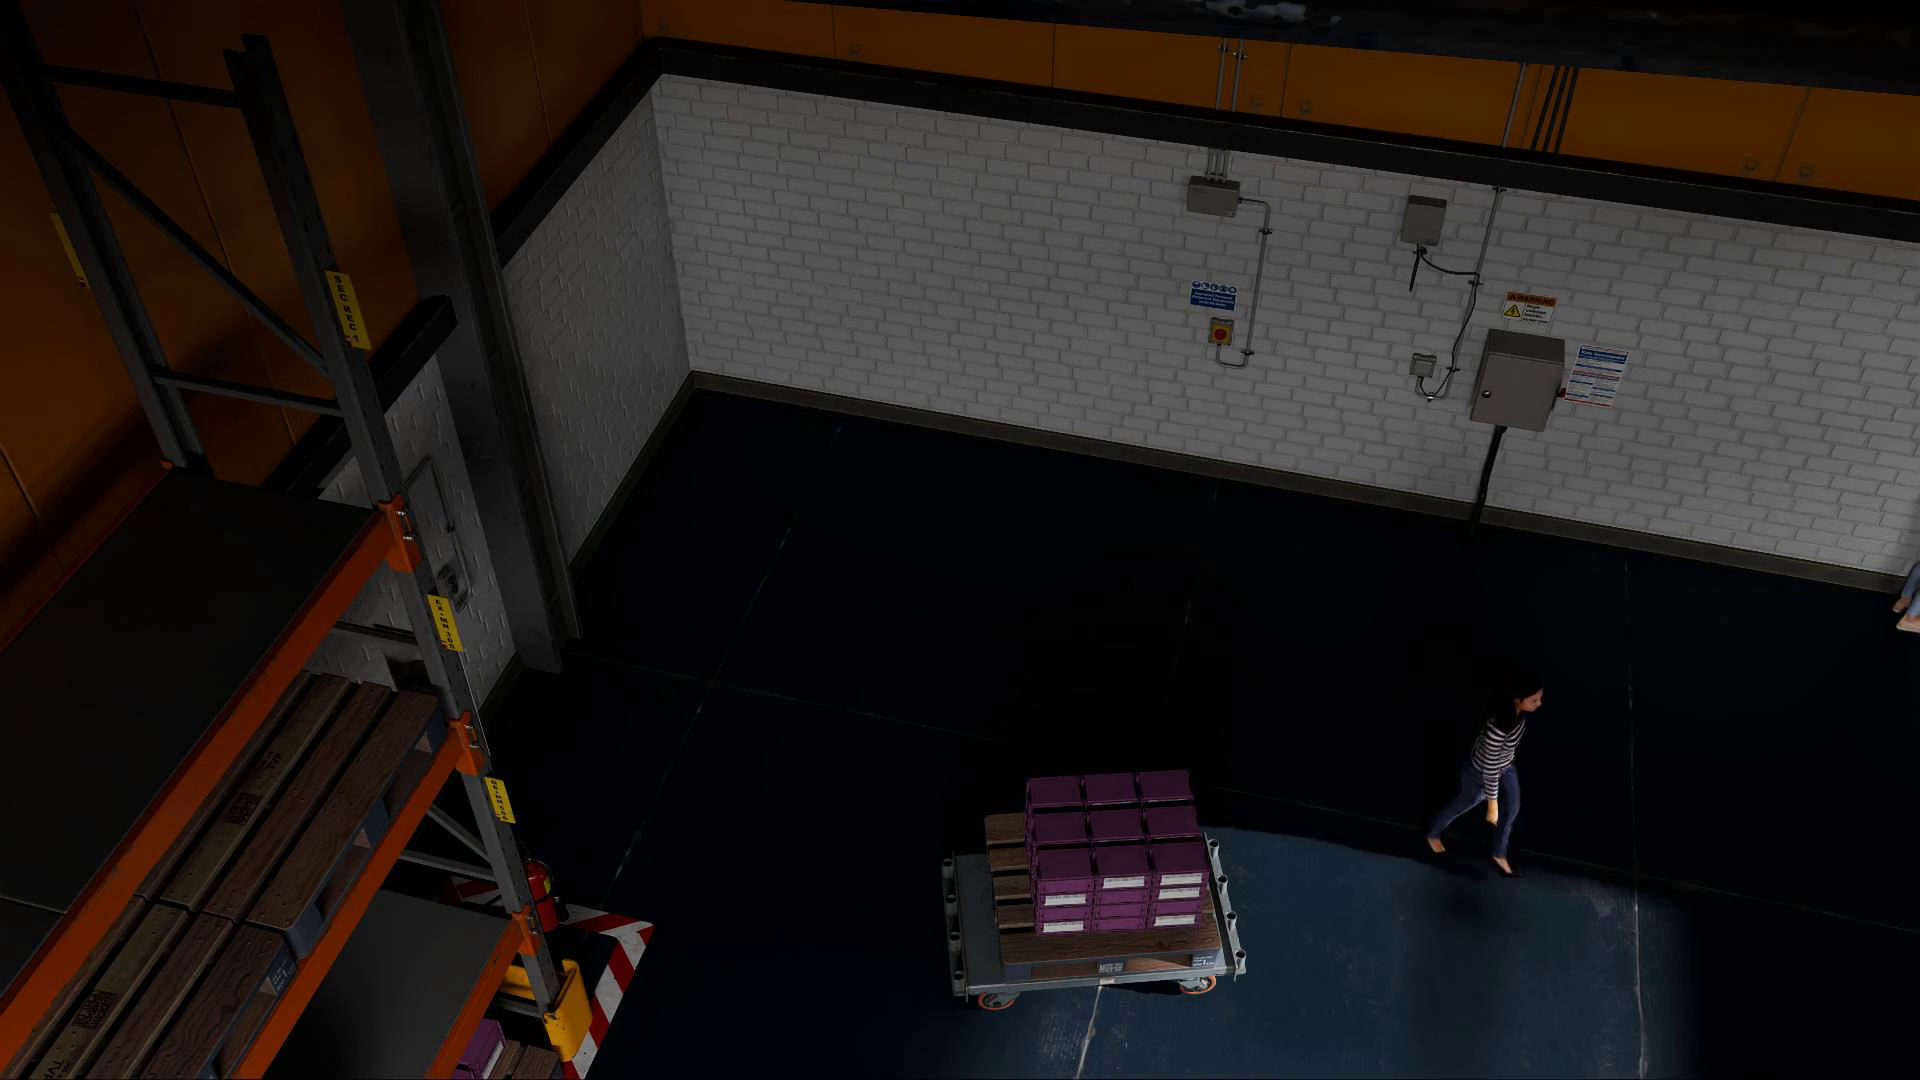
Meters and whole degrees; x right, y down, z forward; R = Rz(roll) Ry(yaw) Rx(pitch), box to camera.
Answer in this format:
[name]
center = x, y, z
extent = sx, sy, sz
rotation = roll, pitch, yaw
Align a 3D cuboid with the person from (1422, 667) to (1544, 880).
[person]
center = 2.940, 1.315, 9.608
extent = 0.856, 1.767, 0.893
rotation = 24, 49, 23
